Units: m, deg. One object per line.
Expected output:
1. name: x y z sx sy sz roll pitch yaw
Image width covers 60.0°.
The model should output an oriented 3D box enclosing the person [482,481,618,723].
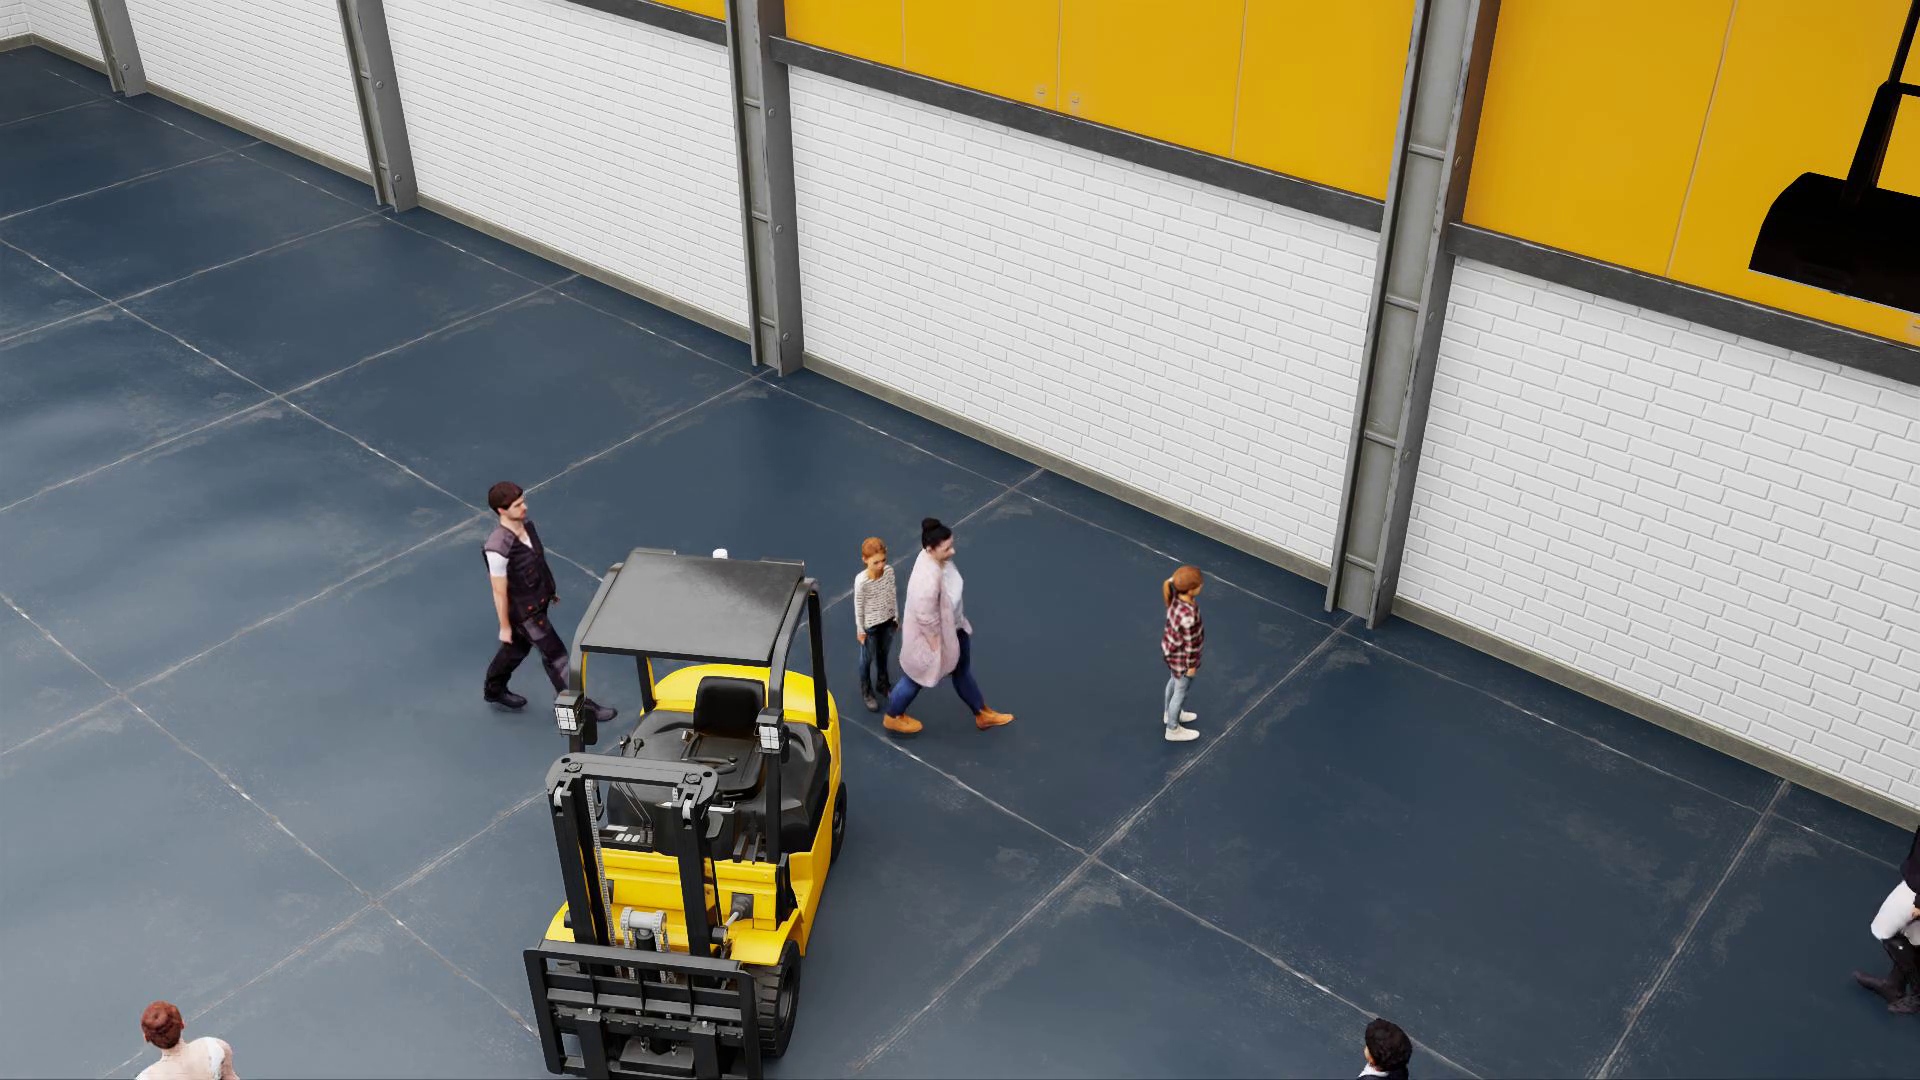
1. person: -2.871 0.421 10.686 1.269 1.801 1.092 4 34 6

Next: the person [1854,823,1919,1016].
1. person: 5.122 1.833 8.633 0.646 1.723 0.574 26 42 34

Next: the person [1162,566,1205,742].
1. person: 1.413 0.722 10.680 0.694 1.307 0.634 -3 34 -5

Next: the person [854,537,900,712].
1. person: -0.555 0.535 10.956 0.498 1.313 0.516 -24 40 -31

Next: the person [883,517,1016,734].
1. person: -0.252 0.589 10.531 1.209 1.693 1.009 6 34 9

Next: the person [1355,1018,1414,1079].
1. person: 1.962 2.725 7.747 0.553 1.219 0.542 -22 39 -29

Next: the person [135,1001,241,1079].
1. person: -3.238 2.710 7.256 0.614 1.786 0.719 -26 42 -33
